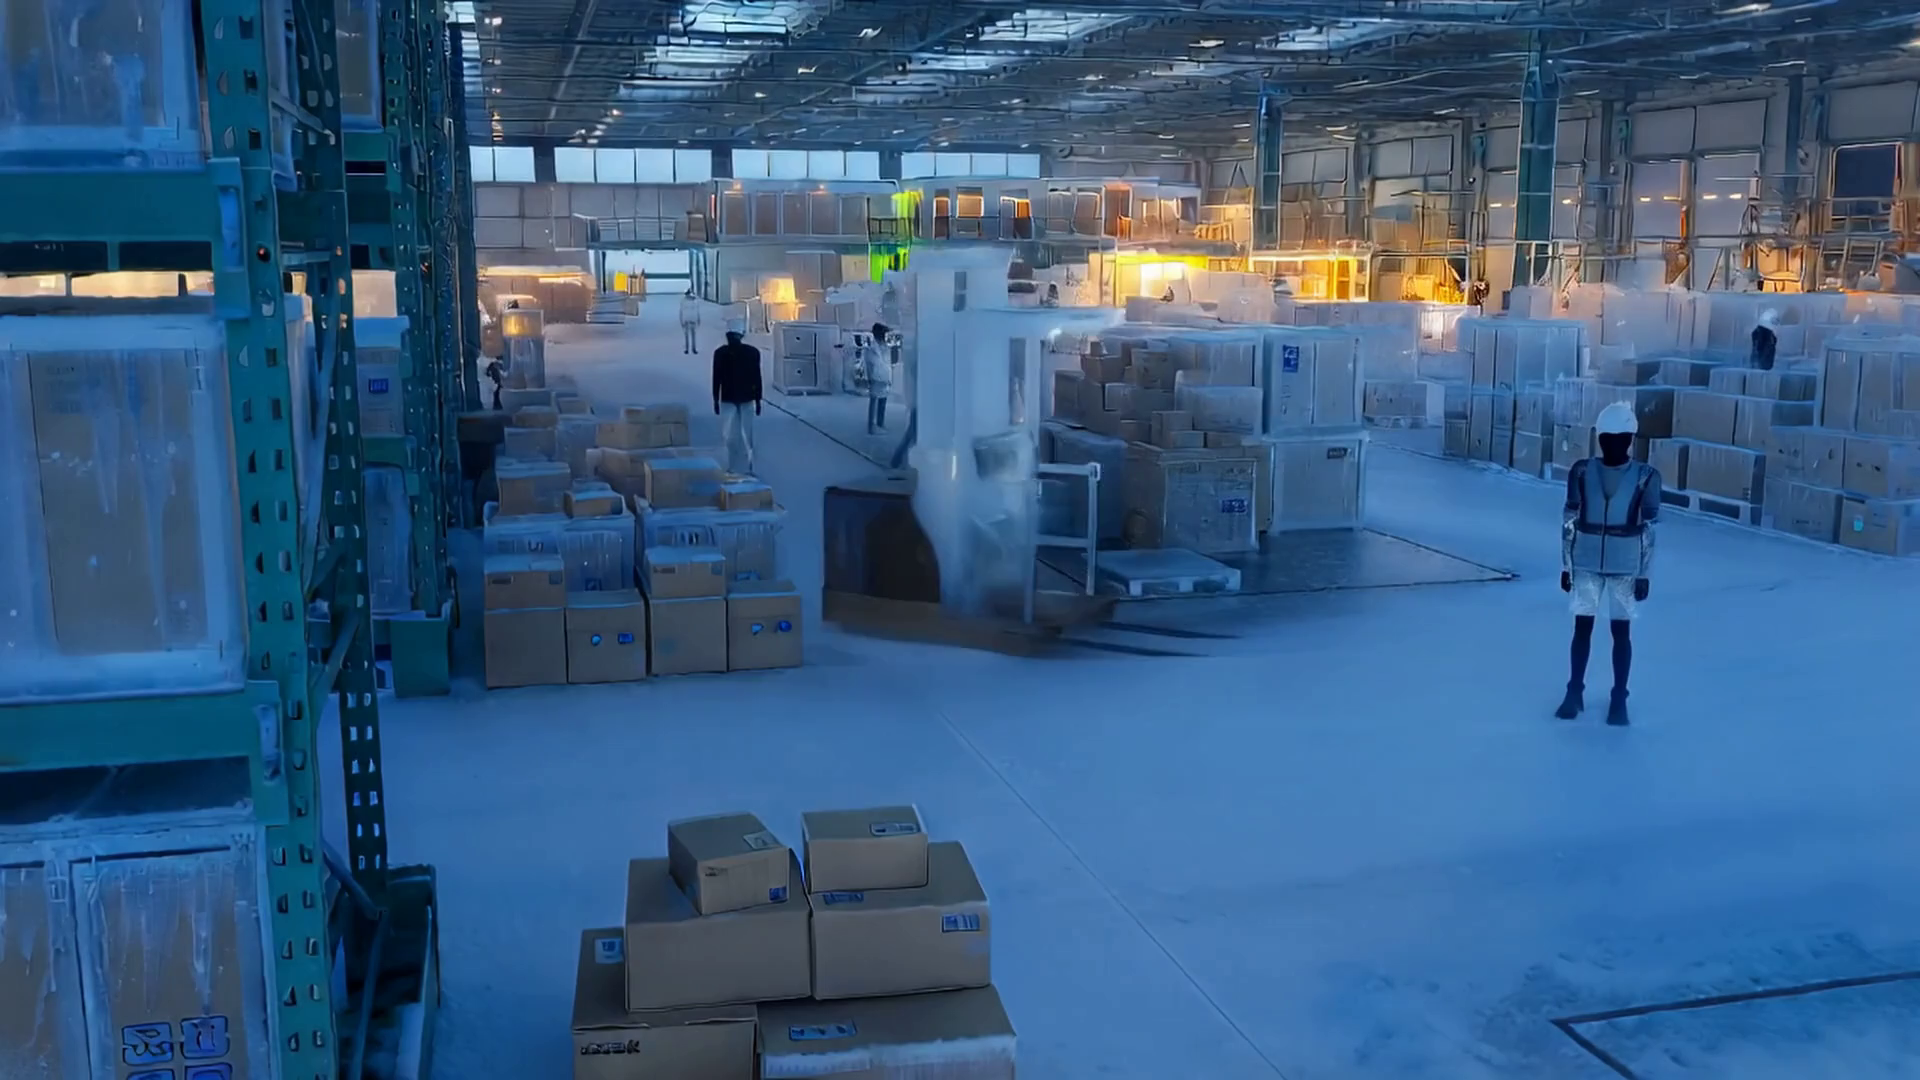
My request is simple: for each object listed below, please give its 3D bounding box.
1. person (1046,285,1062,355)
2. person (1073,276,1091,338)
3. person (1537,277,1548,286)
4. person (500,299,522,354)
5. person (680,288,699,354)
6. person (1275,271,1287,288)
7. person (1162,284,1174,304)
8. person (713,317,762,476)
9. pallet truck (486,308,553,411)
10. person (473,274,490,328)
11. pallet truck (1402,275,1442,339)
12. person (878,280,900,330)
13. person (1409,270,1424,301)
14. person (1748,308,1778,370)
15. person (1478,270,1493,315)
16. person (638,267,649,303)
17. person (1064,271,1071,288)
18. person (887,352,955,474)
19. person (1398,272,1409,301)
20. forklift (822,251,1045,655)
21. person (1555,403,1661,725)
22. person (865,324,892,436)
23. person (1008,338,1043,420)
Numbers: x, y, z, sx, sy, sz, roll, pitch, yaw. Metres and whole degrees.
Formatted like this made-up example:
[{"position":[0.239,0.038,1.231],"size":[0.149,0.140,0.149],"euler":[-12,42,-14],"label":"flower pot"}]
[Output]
[{"position":[2.497,-5.834,44.114],"size":[0.321,1.859,0.512],"euler":[-9,13,-42],"label":"person"},{"position":[3.817,-7.292,52.142],"size":[0.549,1.934,0.374],"euler":[-1,10,-5],"label":"person"},{"position":[16.672,-6.623,48.053],"size":[0.813,2.000,0.696],"euler":[-4,11,-19],"label":"person"},{"position":[-10.483,-4.806,38.892],"size":[0.511,1.643,0.308],"euler":[-6,12,-31],"label":"person"},{"position":[-7.218,-5.857,44.497],"size":[0.525,1.769,0.313],"euler":[-7,12,-34],"label":"person"},{"position":[13.290,-10.225,69.032],"size":[0.430,1.838,0.619],"euler":[9,14,43],"label":"person"},{"position":[5.534,-5.731,43.449],"size":[0.573,1.883,0.356],"euler":[6,12,32],"label":"person"},{"position":[-2.765,-1.760,20.646],"size":[0.612,1.994,0.395],"euler":[1,10,5],"label":"person"},{"position":[-6.242,-2.418,24.362],"size":[0.823,1.965,1.885],"euler":[1,10,3],"label":"pallet truck"},{"position":[-16.973,-8.438,58.723],"size":[0.896,1.899,0.566],"euler":[4,11,23],"label":"person"},{"position":[14.620,-7.324,52.145],"size":[0.823,1.965,1.885],"euler":[8,13,40],"label":"pallet truck"},{"position":[-1.888,-6.070,45.192],"size":[0.630,1.939,0.629],"euler":[-5,11,-27],"label":"person"},{"position":[20.387,-11.154,74.370],"size":[0.654,1.802,0.901],"euler":[3,10,17],"label":"person"},{"position":[12.263,-2.578,25.438],"size":[0.371,1.939,0.629],"euler":[10,14,44],"label":"person"},{"position":[20.737,-9.689,65.688],"size":[0.605,1.943,0.402],"euler":[9,13,40],"label":"person"},{"position":[-16.201,-13.072,85.233],"size":[0.542,1.801,0.924],"euler":[-1,10,-6],"label":"person"},{"position":[4.414,-10.285,69.305],"size":[0.758,1.877,0.549],"euler":[3,10,15],"label":"person"},{"position":[-0.484,-1.719,21.020],"size":[0.979,1.802,0.631],"euler":[-3,10,-15],"label":"person"},{"position":[17.431,-9.587,65.419],"size":[0.414,1.856,0.580],"euler":[-4,11,-20],"label":"person"},{"position":[-0.001,-0.717,12.235],"size":[1.873,2.768,1.129],"euler":[6,11,29],"label":"forklift"},{"position":[3.891,0.144,10.013],"size":[0.547,1.942,0.351],"euler":[6,12,31],"label":"person"},{"position":[-1.228,-2.441,25.348],"size":[0.315,1.696,0.541],"euler":[6,12,32],"label":"person"},{"position":[0.889,-2.340,24.092],"size":[0.631,1.939,0.370],"euler":[4,11,21],"label":"person"}]
